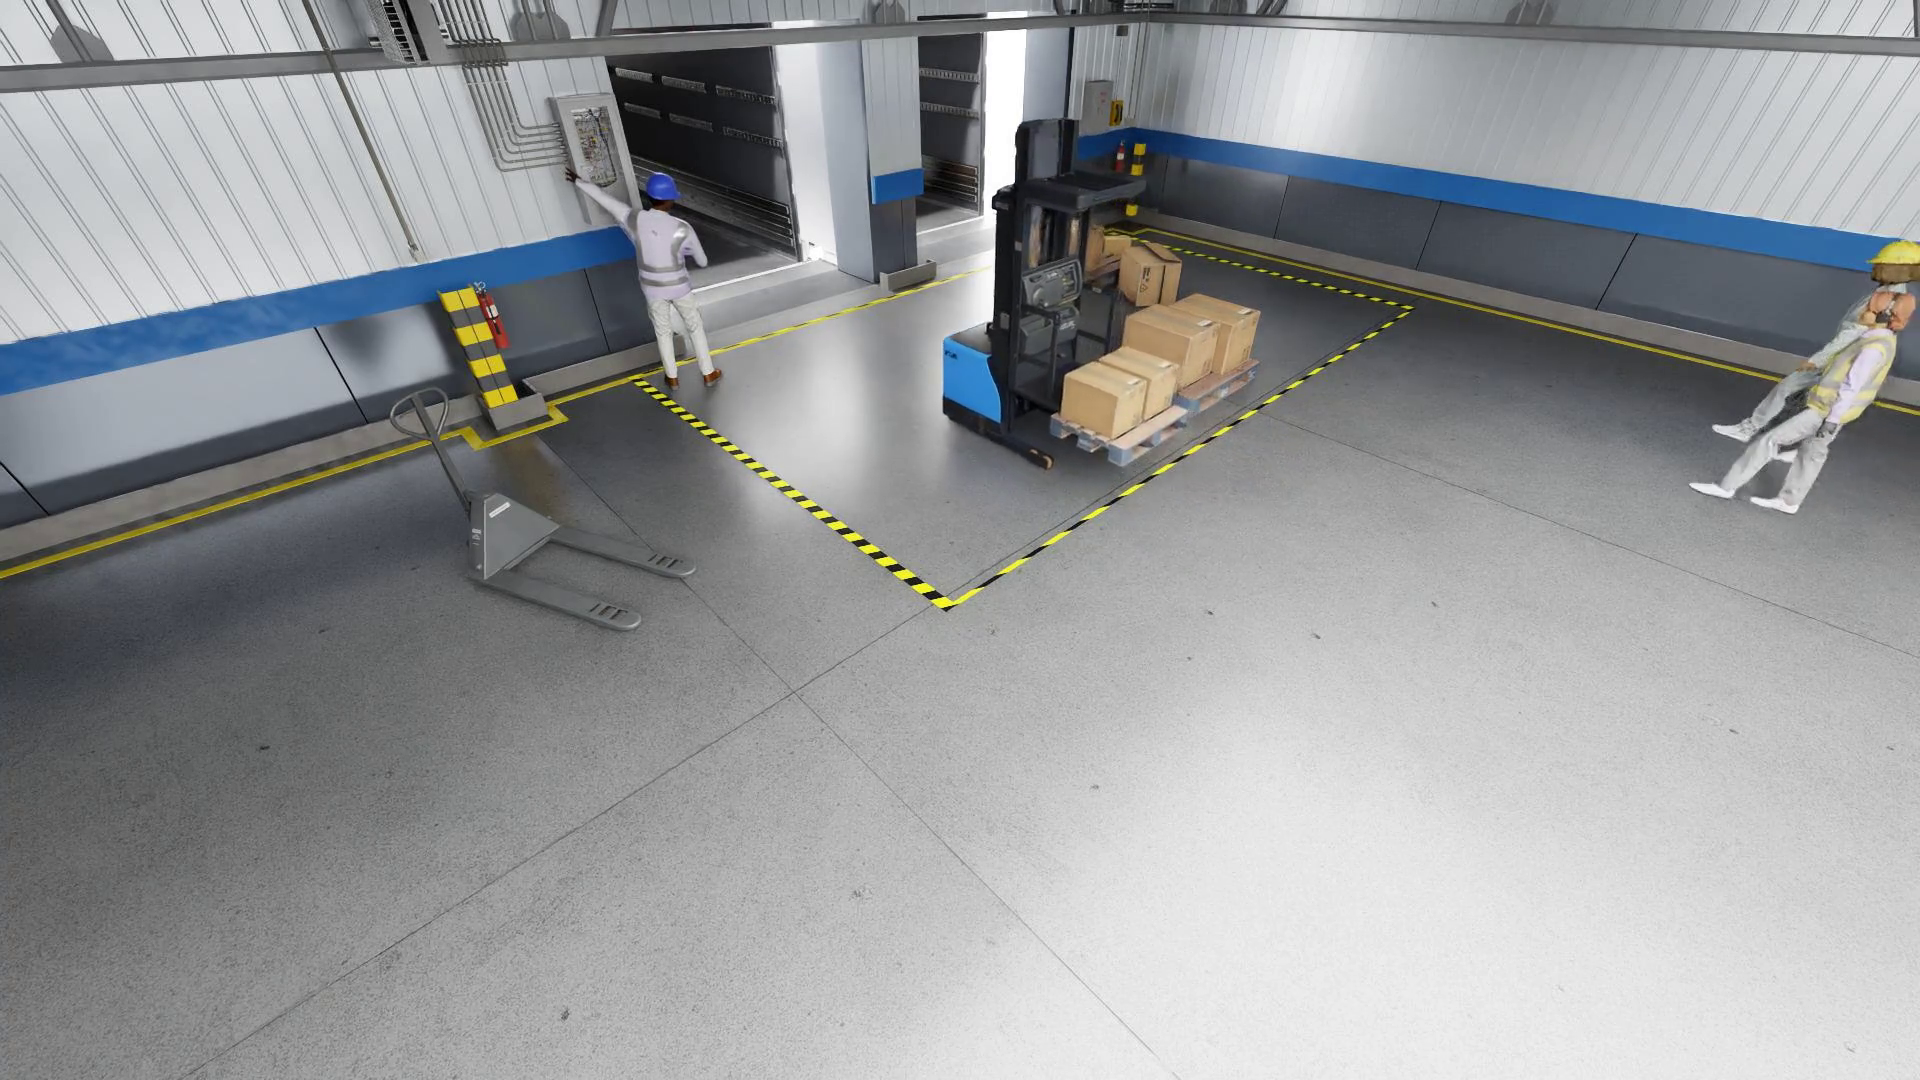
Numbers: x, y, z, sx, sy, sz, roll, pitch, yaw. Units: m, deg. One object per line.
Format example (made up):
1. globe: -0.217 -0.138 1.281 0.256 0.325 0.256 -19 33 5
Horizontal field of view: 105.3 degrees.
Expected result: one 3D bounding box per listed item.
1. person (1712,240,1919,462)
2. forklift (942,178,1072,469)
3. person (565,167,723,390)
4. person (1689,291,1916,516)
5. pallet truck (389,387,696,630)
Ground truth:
1. person: 6.820 -1.441 5.742 0.677 1.705 0.510 28 46 31
2. forklift: 0.388 -1.885 6.057 0.716 2.013 0.776 -31 47 -33
3. person: -2.867 -2.385 6.819 1.101 1.904 0.684 -6 38 -7
4. person: 6.016 -0.937 5.174 0.537 1.613 0.612 -27 45 -30
5. pallet truck: -2.613 -0.247 4.593 1.601 1.201 0.680 14 40 17
